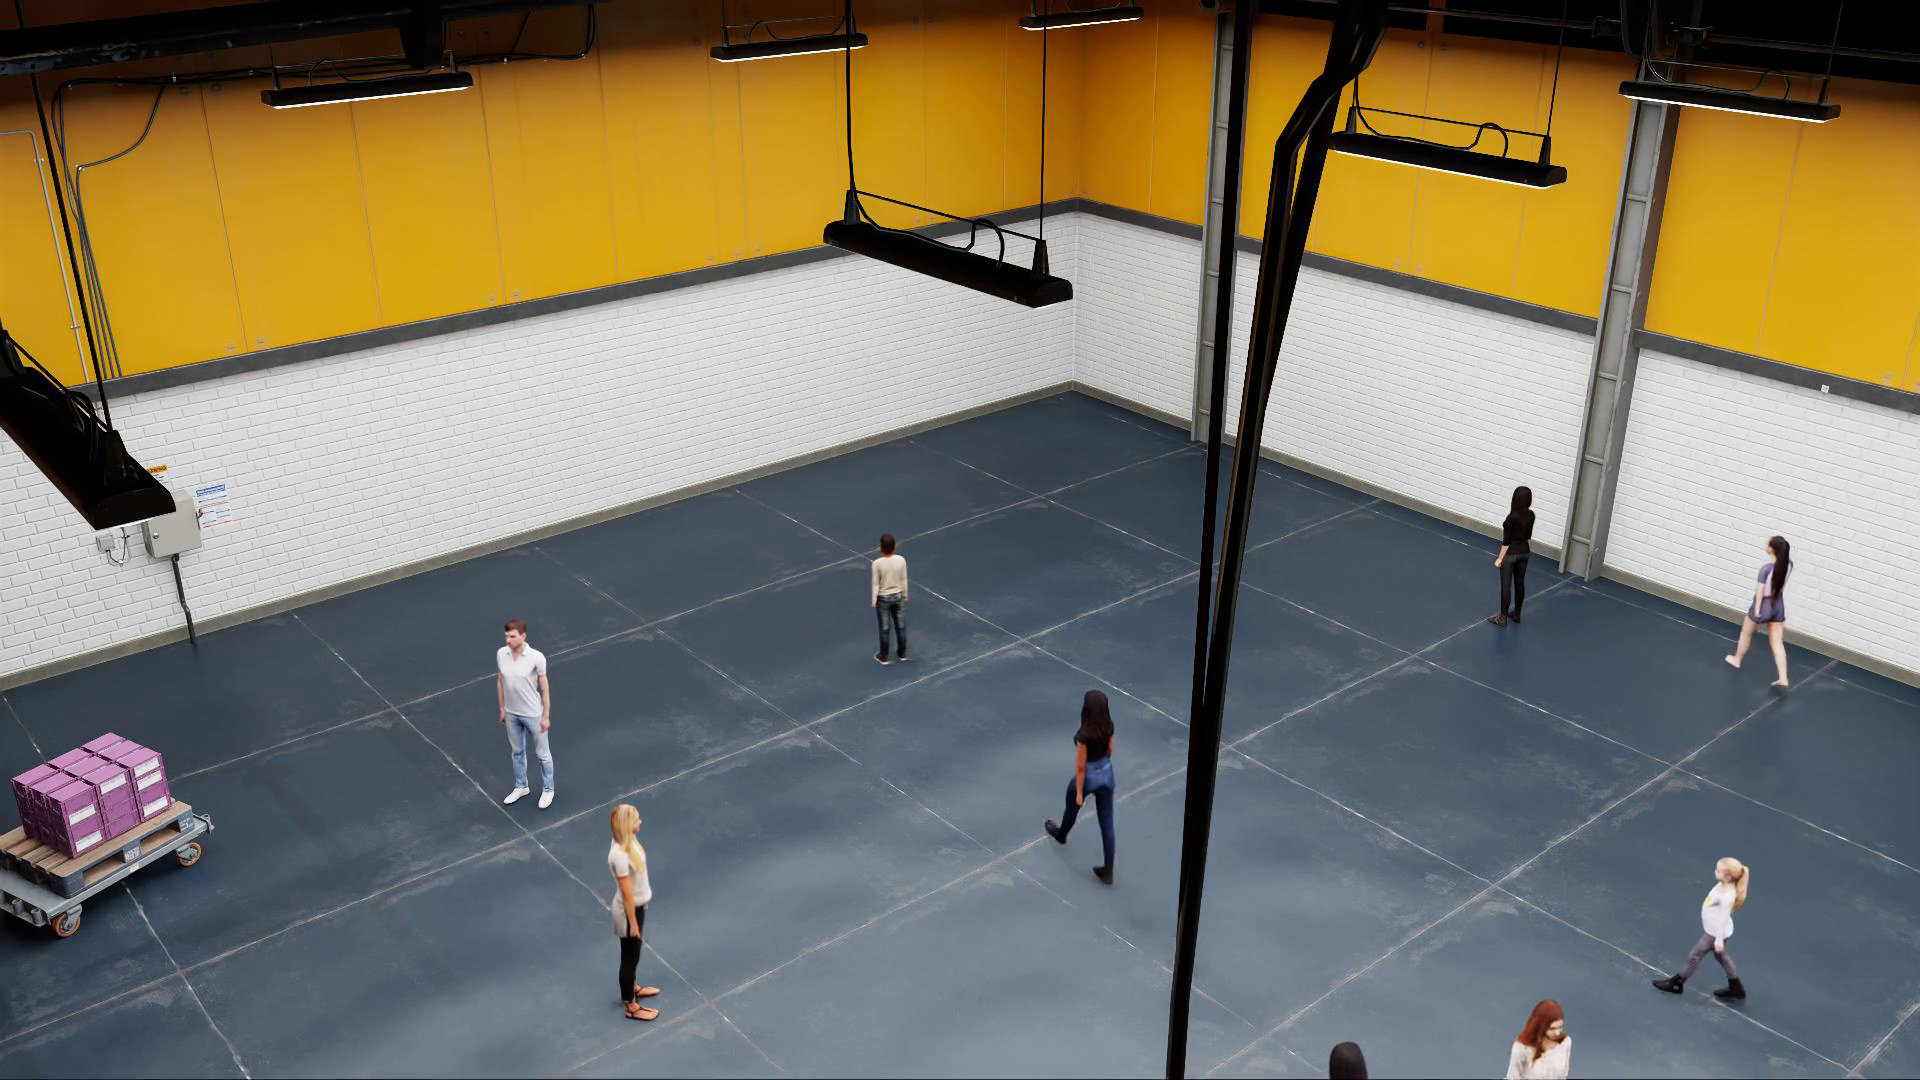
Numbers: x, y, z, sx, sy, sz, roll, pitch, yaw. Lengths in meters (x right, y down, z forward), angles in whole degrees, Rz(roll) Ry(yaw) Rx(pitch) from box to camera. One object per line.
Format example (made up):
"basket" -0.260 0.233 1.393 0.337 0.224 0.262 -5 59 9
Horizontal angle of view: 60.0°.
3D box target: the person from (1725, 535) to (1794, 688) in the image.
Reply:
"person" 8.406 0.767 17.156 0.923 1.608 1.153 -5 24 -11

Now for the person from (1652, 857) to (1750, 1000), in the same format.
"person" 5.789 2.968 12.569 0.943 1.250 0.707 12 26 25

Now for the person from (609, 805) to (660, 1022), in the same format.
"person" -2.465 2.752 12.344 0.732 1.825 0.621 -5 24 -10

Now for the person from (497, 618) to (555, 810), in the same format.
"person" -3.938 1.549 15.065 0.682 1.850 0.789 6 24 14

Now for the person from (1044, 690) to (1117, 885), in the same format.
"person" 1.183 2.108 13.981 0.721 1.694 1.164 -14 27 -29

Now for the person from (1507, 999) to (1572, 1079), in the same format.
"person" 3.604 3.559 10.640 0.757 1.712 0.824 -4 24 -8

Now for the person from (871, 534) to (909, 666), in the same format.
"person" -0.747 0.625 17.663 0.614 1.463 0.593 -9 25 -19

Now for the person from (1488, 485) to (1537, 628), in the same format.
"person" 6.174 0.170 18.480 0.632 1.642 0.585 -11 26 -23
